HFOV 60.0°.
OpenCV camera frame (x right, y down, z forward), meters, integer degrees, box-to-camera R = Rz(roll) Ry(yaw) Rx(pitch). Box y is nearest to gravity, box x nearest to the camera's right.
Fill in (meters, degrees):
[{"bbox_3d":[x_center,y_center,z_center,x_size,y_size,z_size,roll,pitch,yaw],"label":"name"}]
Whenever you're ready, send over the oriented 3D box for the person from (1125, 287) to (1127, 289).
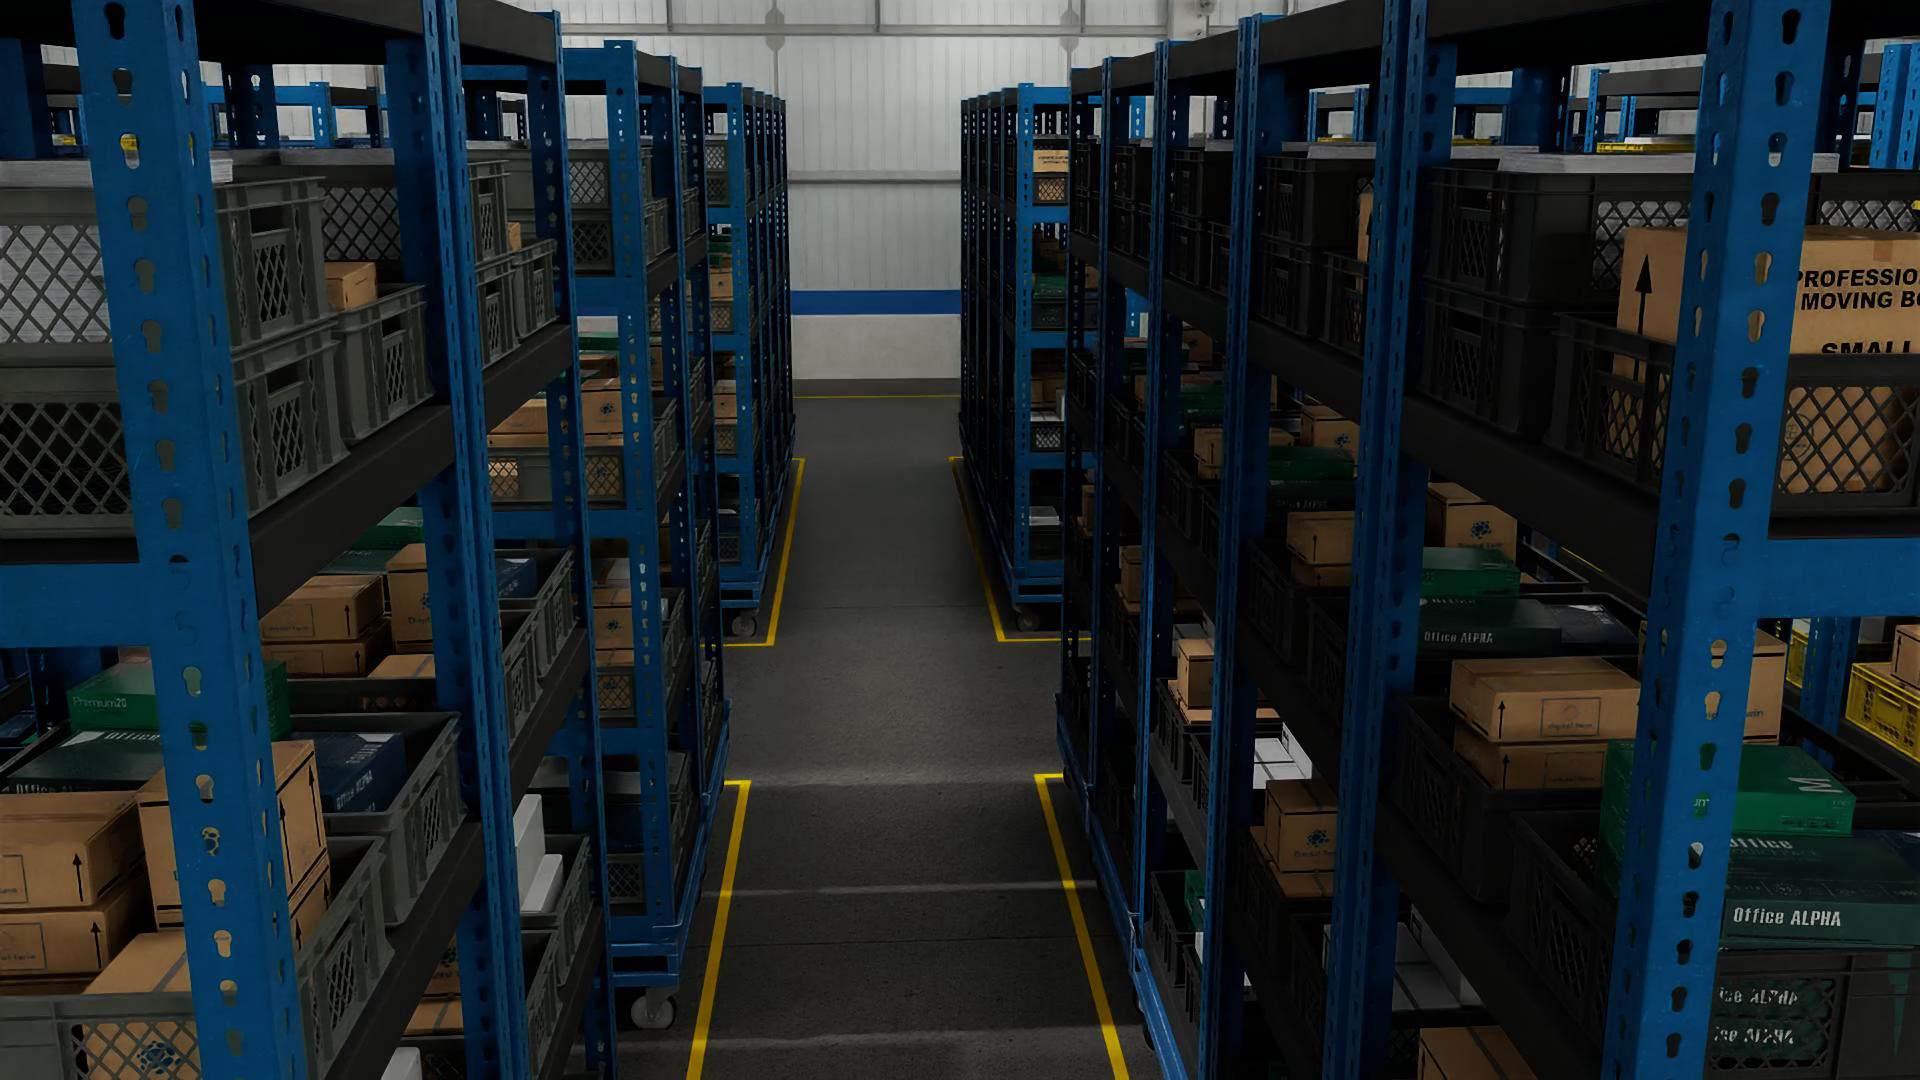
[{"bbox_3d":[1.723,-2.254,19.148,0.830,1.812,0.574,-1,14,-5],"label":"person"}]
